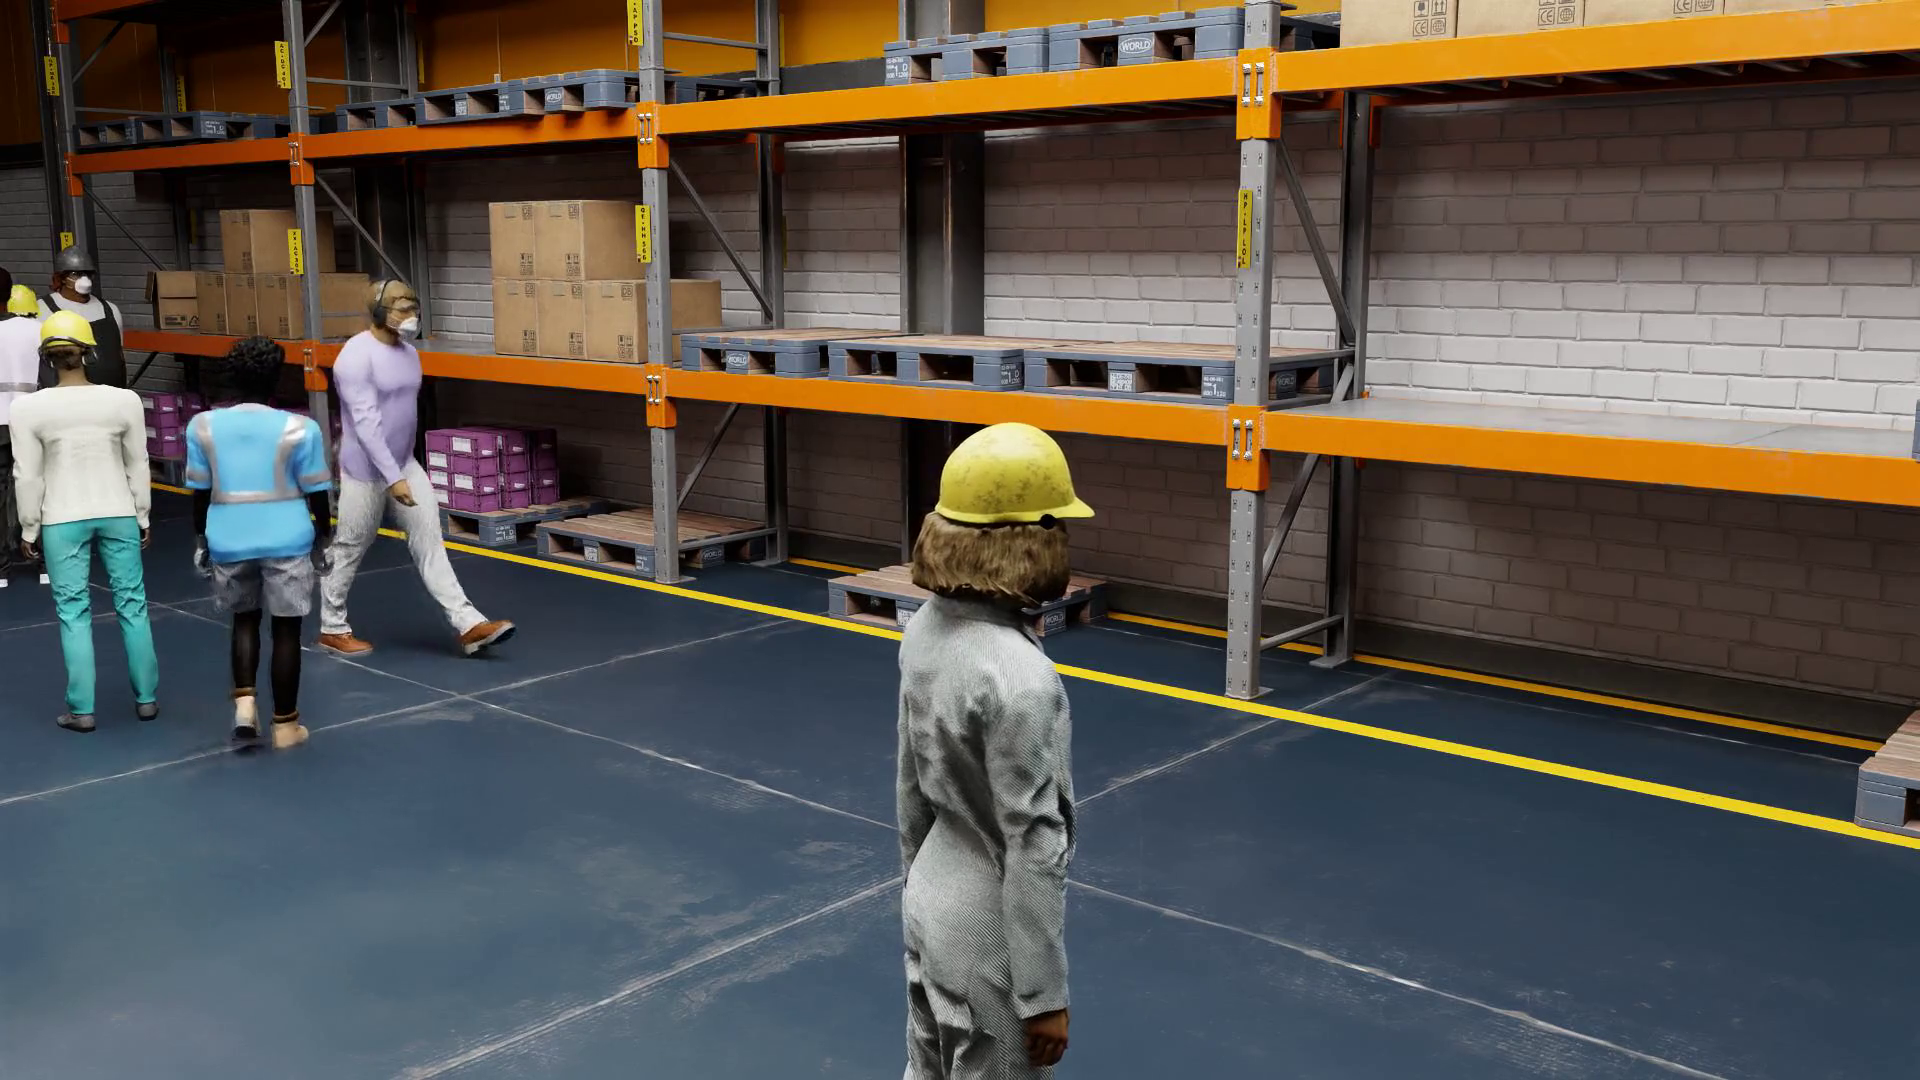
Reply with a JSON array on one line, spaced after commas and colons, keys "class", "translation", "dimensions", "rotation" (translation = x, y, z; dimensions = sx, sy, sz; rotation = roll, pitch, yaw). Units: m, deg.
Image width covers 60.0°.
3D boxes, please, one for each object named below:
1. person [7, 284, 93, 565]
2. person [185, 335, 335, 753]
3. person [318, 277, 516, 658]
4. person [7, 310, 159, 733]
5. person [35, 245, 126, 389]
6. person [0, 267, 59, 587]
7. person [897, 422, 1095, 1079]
[{"class": "person", "translation": [-5.899, -0.723, 10.586], "dimensions": [0.684, 1.793, 0.648], "rotation": [0, 10, 0]}, {"class": "person", "translation": [-2.777, 0.024, 6.661], "dimensions": [0.547, 1.680, 0.377], "rotation": [-1, 10, -5]}, {"class": "person", "translation": [-2.741, -0.328, 8.090], "dimensions": [1.073, 1.868, 0.631], "rotation": [3, 10, 17]}, {"class": "person", "translation": [-3.675, -0.074, 6.994], "dimensions": [0.526, 1.765, 0.329], "rotation": [-8, 13, -40]}, {"class": "person", "translation": [-6.020, -1.002, 11.485], "dimensions": [0.538, 2.000, 0.684], "rotation": [6, 12, 32]}, {"class": "person", "translation": [-5.691, -0.673, 9.951], "dimensions": [0.596, 1.921, 0.385], "rotation": [-5, 11, -25]}, {"class": "person", "translation": [0.061, 0.671, 2.808], "dimensions": [0.317, 1.742, 0.492], "rotation": [-4, 11, -23]}]
